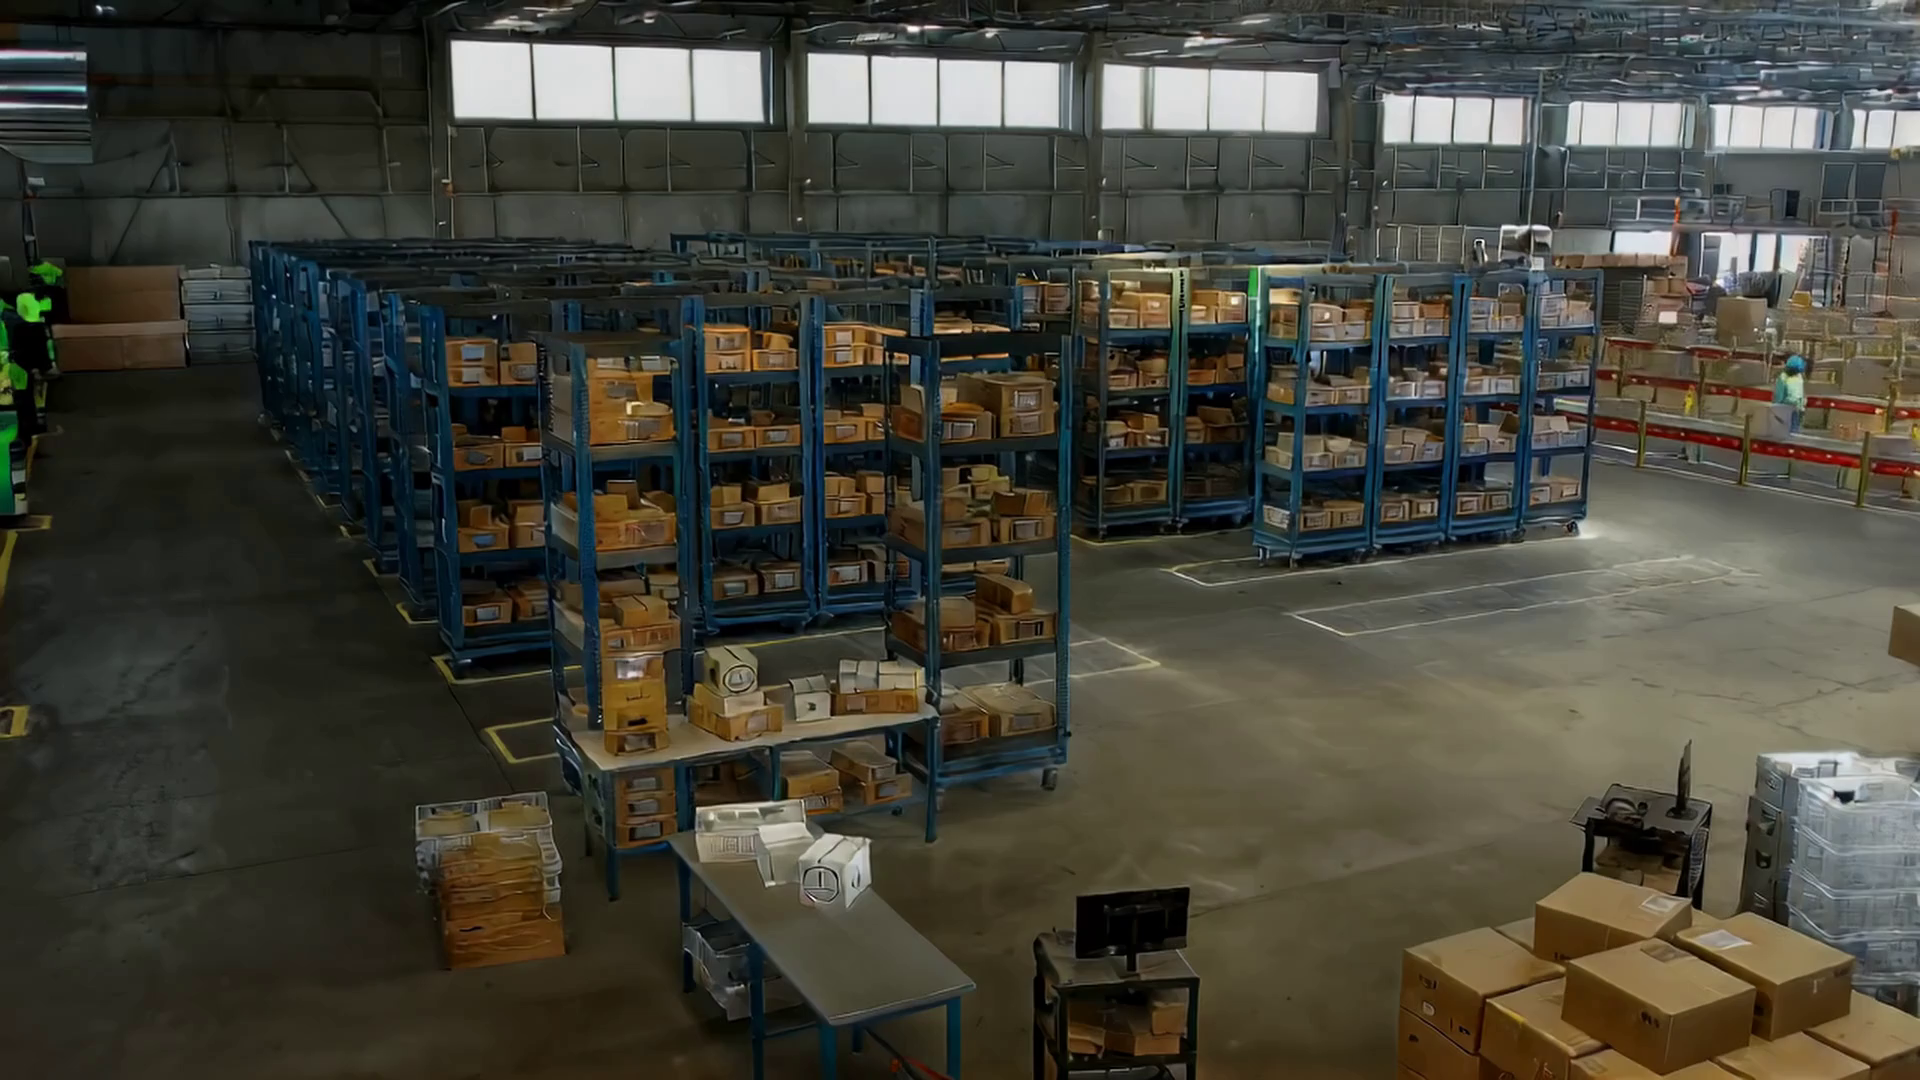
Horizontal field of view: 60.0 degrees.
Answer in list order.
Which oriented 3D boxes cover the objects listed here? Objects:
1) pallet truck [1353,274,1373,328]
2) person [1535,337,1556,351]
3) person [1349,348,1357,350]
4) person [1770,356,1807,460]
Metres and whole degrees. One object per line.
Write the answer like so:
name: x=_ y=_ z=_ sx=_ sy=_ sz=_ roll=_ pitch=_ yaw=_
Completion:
pallet truck: x=13.011 y=-8.050 z=55.243 sx=0.823 sy=1.965 sz=1.885 roll=-7 pitch=14 yaw=-28
person: x=14.229 y=-4.703 z=40.441 sx=0.498 sy=1.634 sz=0.283 roll=3 pitch=12 yaw=12
person: x=7.326 y=-2.857 z=31.234 sx=0.677 sy=1.882 sz=0.647 roll=1 pitch=12 yaw=7
person: x=14.248 y=-2.265 z=28.606 sx=0.619 sy=1.821 sz=0.414 roll=-2 pitch=12 yaw=-8
